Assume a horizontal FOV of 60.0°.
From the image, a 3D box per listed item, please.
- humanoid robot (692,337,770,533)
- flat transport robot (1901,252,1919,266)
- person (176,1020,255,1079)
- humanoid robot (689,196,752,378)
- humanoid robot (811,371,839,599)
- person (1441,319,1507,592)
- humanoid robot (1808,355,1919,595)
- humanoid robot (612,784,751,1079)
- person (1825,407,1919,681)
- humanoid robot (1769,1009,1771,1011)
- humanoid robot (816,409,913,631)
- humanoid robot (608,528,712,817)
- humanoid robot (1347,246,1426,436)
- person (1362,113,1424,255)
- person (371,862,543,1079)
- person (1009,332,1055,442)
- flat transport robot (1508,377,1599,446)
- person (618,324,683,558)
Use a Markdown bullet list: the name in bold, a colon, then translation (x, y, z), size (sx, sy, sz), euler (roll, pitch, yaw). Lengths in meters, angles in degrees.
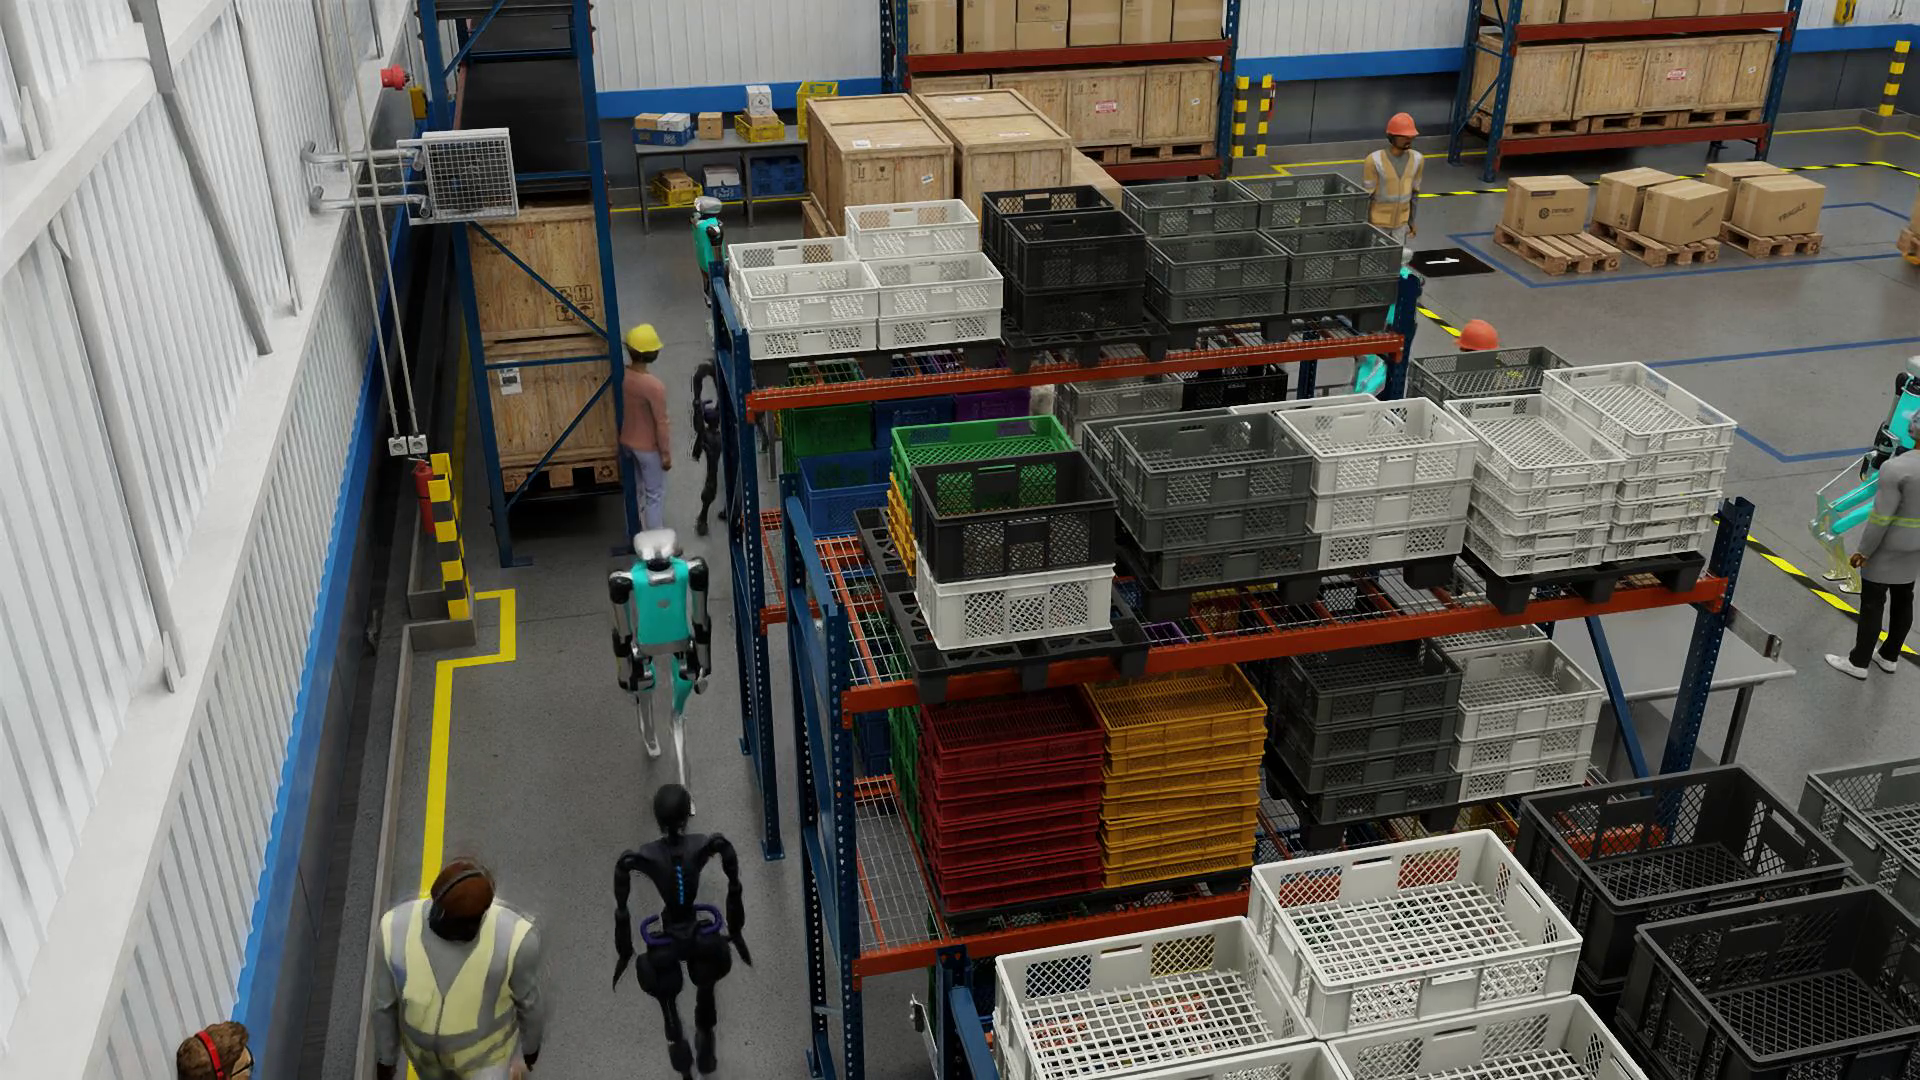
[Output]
- **humanoid robot**: translation (-1.710, -0.833, 12.135), size (0.620, 1.641, 0.381), euler (-16, 32, -28)
- **flat transport robot**: translation (10.617, -2.841, 17.406), size (0.652, 0.197, 1.431), euler (-4, 28, -7)
- **person**: translation (-2.476, 2.432, 5.754), size (0.389, 1.836, 0.563), euler (-19, 33, -32)
- **humanoid robot**: translation (-1.942, -2.201, 14.502), size (0.735, 1.677, 0.533), euler (-15, 31, -26)
- **humanoid robot**: translation (-0.875, -0.438, 11.418), size (0.589, 1.620, 0.779), euler (18, 32, 30)
- **person**: translation (3.426, -0.569, 11.337), size (0.376, 1.936, 0.546), euler (25, 36, 38)
- **humanoid robot**: translation (6.067, -0.433, 11.145), size (0.735, 1.681, 0.533), euler (-1, 28, -2)
- **humanoid robot**: translation (-1.220, 1.773, 7.214), size (0.607, 1.657, 0.562), euler (-10, 30, -19)
- **person**: translation (5.811, 0.001, 10.347), size (0.597, 1.850, 0.397), euler (-8, 29, -14)
- **humanoid robot**: translation (3.055, 2.157, 6.466), size (0.604, 1.635, 0.709), euler (-20, 34, -33)
- **humanoid robot**: translation (-0.641, -0.019, 10.560), size (1.015, 1.725, 0.535), euler (-7, 29, -13)
- **humanoid robot**: translation (-1.708, 0.601, 9.353), size (0.530, 1.771, 0.972), euler (-9, 29, -17)
- **humanoid robot**: translation (3.247, -1.436, 13.195), size (0.976, 1.734, 0.543), euler (-23, 36, -37)
- **person**: translation (4.123, -3.069, 15.968), size (0.606, 2.045, 0.374), euler (-7, 29, -13)
- **person**: translation (-1.963, 1.970, 6.676), size (0.640, 1.791, 0.873), euler (3, 28, 6)
- **person**: translation (0.444, -0.621, 11.548), size (0.506, 1.835, 0.336), euler (23, 35, 36)
- **flat transport robot**: translation (4.780, -1.036, 14.013), size (0.659, 0.231, 1.431), euler (-6, 28, -12)
- **person**: translation (-2.208, -0.682, 11.743), size (0.540, 1.755, 0.357), euler (20, 34, 34)
